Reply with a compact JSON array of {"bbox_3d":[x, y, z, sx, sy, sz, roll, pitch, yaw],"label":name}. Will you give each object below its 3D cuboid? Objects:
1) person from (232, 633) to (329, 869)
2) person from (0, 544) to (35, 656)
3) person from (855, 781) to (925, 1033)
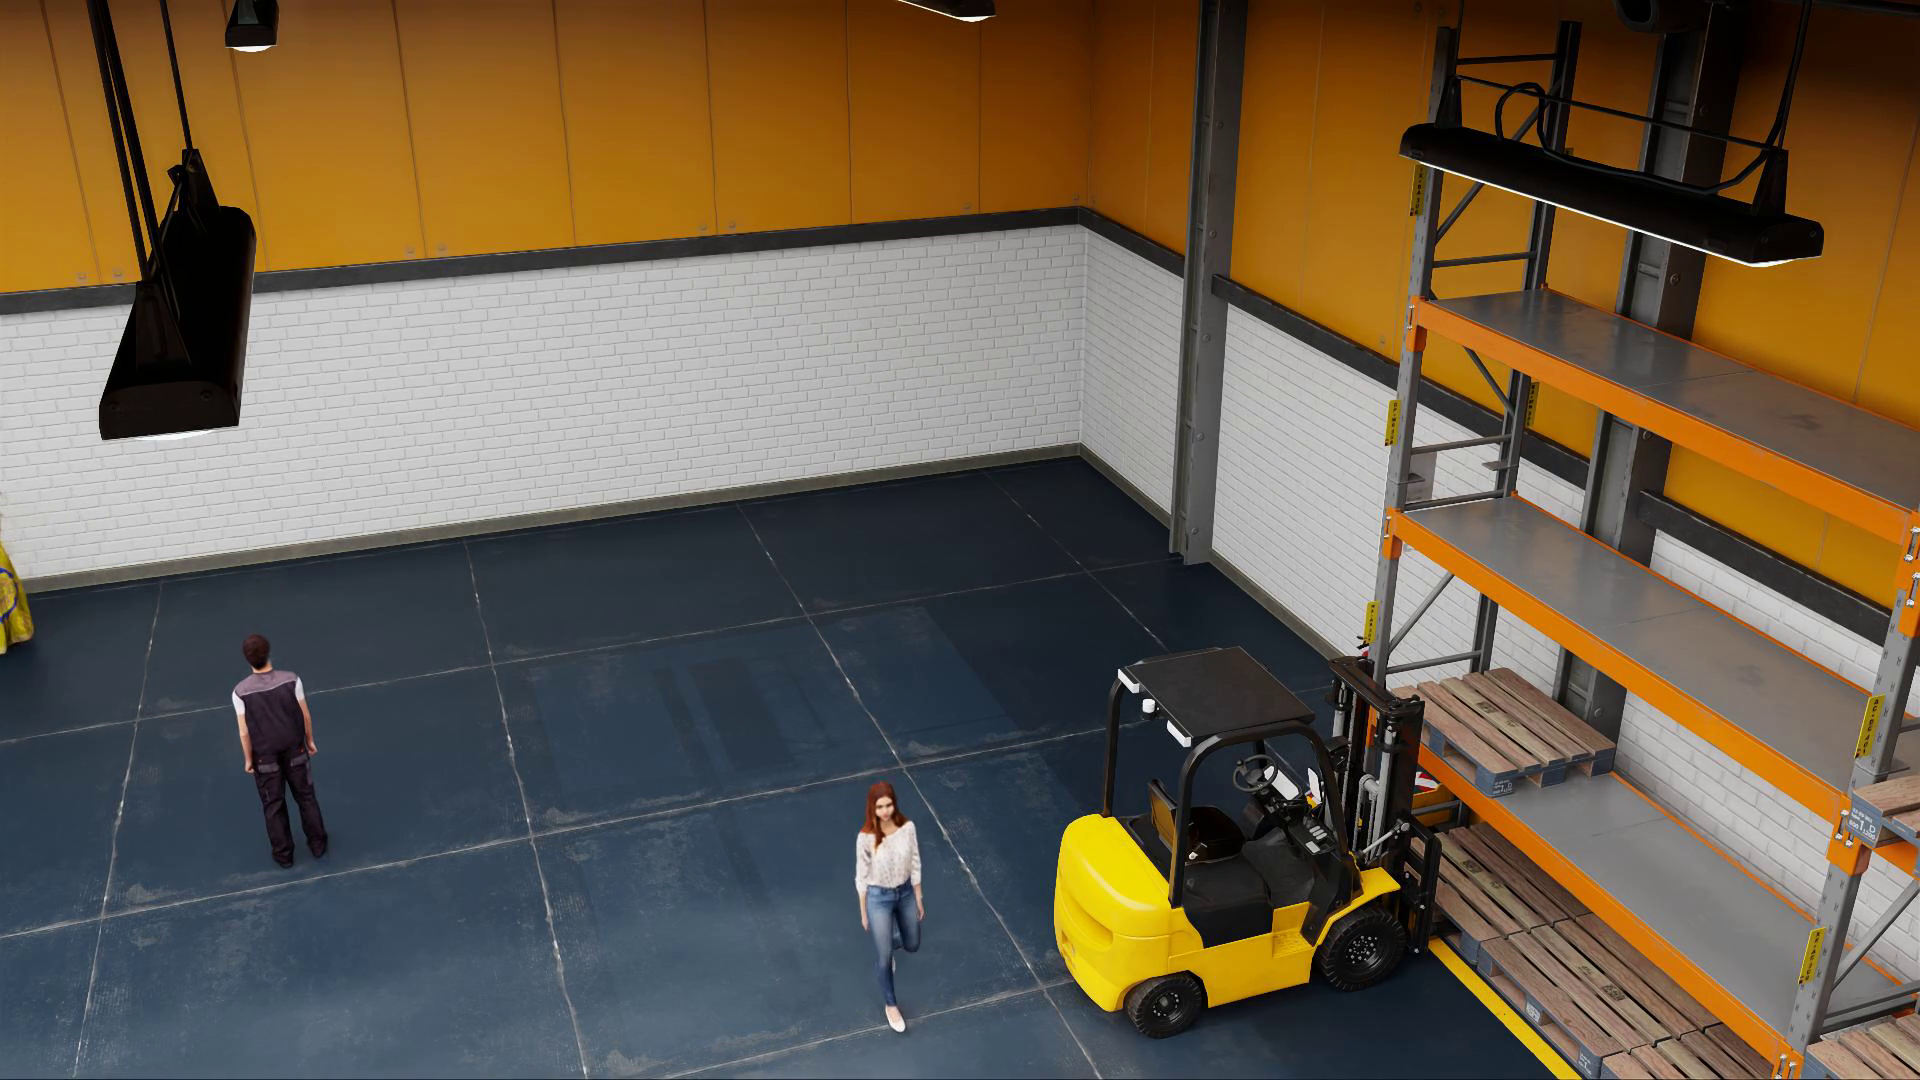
[{"bbox_3d":[-4.986,1.533,12.172,0.704,1.848,0.650,-14,27,-30],"label":"person"},{"bbox_3d":[-8.958,0.264,15.312,1.033,1.658,0.923,6,24,12],"label":"person"},{"bbox_3d":[-0.466,2.266,10.654,0.597,1.720,0.879,-9,25,-20],"label":"person"}]
